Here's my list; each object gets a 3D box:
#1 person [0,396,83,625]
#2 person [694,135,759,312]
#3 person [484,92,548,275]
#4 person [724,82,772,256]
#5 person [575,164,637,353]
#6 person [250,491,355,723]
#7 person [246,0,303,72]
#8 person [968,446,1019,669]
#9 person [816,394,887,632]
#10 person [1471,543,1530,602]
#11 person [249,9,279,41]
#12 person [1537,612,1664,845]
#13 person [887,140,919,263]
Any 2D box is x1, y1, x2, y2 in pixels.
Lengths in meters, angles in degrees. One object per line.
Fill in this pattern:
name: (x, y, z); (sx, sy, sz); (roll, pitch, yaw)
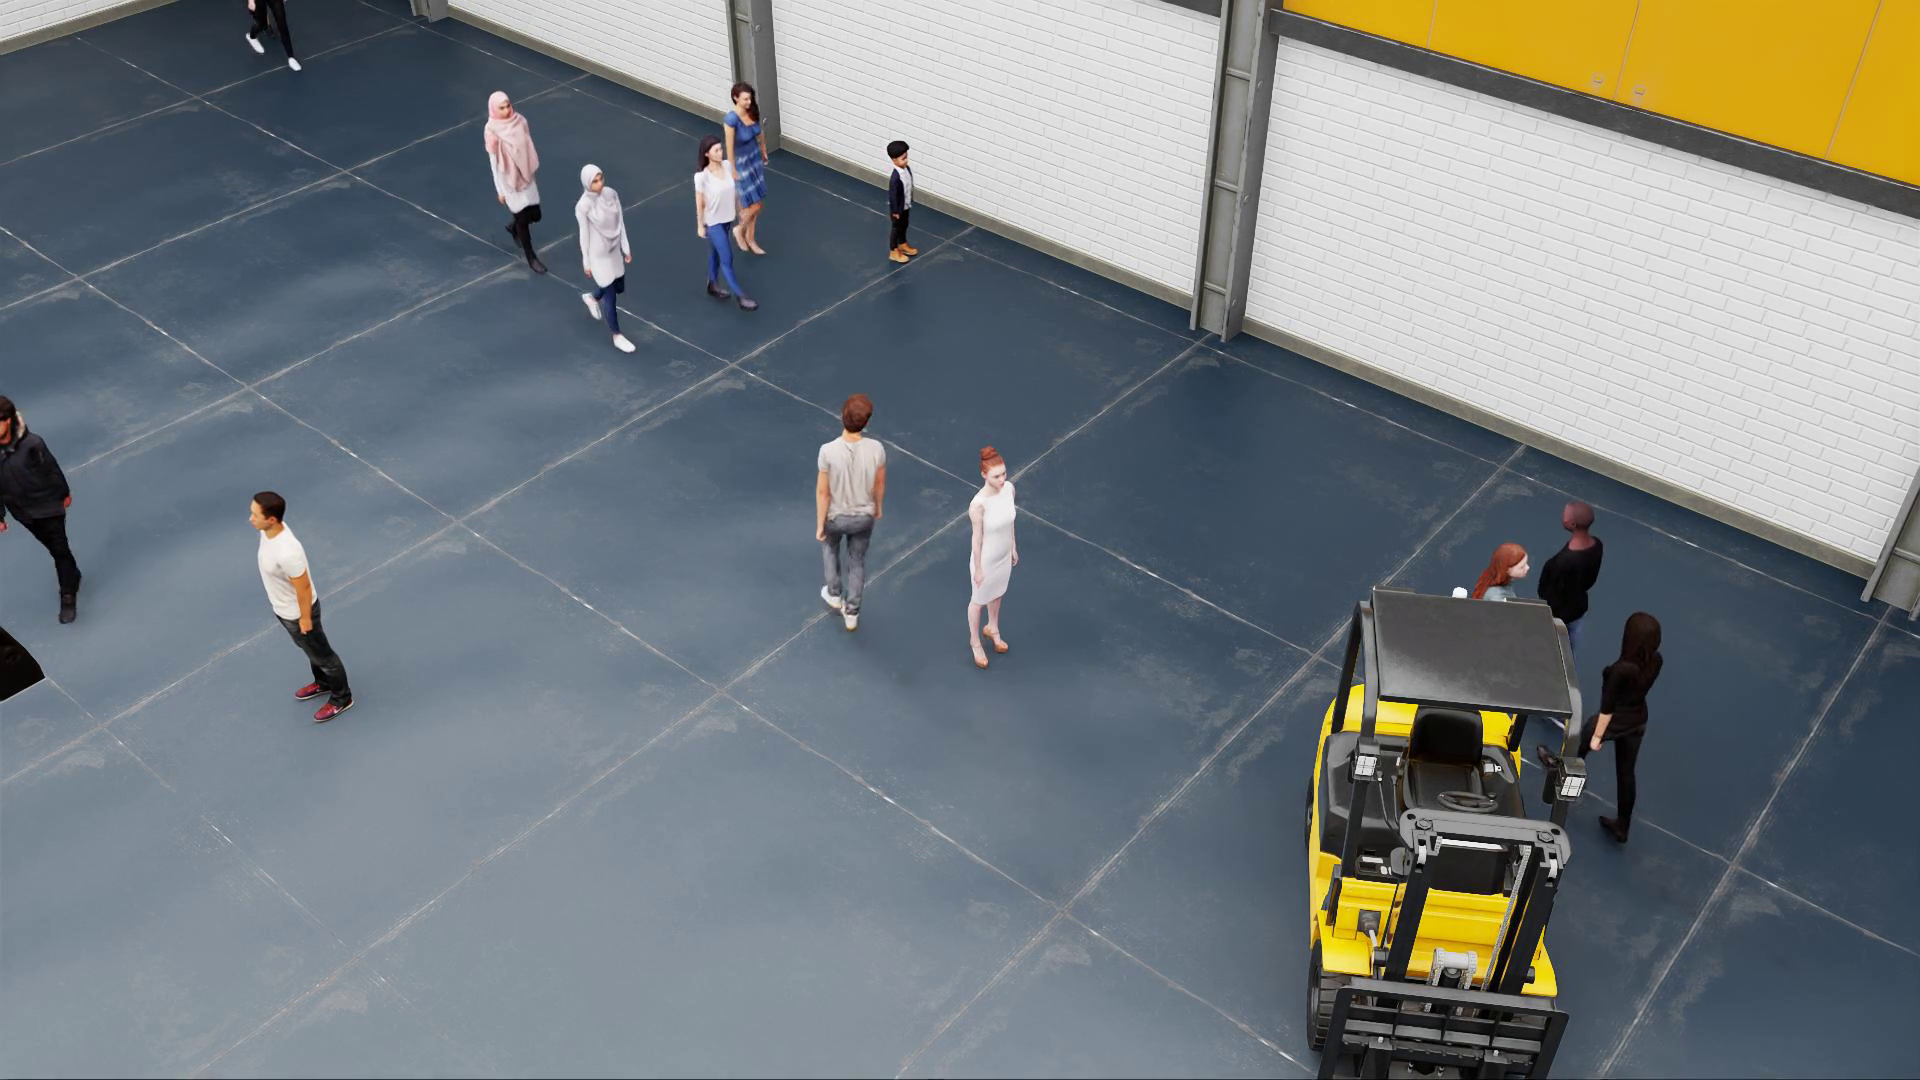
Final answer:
person: (-6.652, -0.324, 11.975); (0.986, 1.750, 1.061); (-5, 39, -6)
person: (-2.297, -2.943, 15.323); (0.957, 1.663, 0.705); (21, 43, 24)
person: (-4.263, -3.405, 15.800); (0.877, 1.790, 0.656); (31, 48, 33)
person: (-2.107, -3.564, 15.997); (0.757, 1.793, 0.729); (17, 42, 20)
person: (-3.199, -2.533, 14.733); (0.959, 1.759, 0.619); (27, 46, 29)
person: (-4.377, 0.414, 11.007); (0.731, 1.804, 0.532); (-27, 46, -30)
person: (-8.286, -6.447, 19.670); (1.122, 1.714, 0.637); (27, 46, 29)
person: (0.212, 0.124, 11.382); (0.484, 1.789, 0.582); (31, 48, 33)
person: (-0.747, -0.118, 11.628); (0.864, 1.861, 0.915); (-10, 40, -13)
person: (3.362, 0.712, 10.682); (0.665, 1.743, 0.657); (10, 40, 13)
person: (-8.802, -7.080, 20.499); (0.729, 1.669, 1.138); (-29, 47, -31)
person: (4.094, 1.187, 10.207); (0.952, 1.594, 1.161); (-12, 40, -15)
person: (-0.582, -3.300, 16.124); (0.548, 1.223, 0.546); (16, 41, 19)
